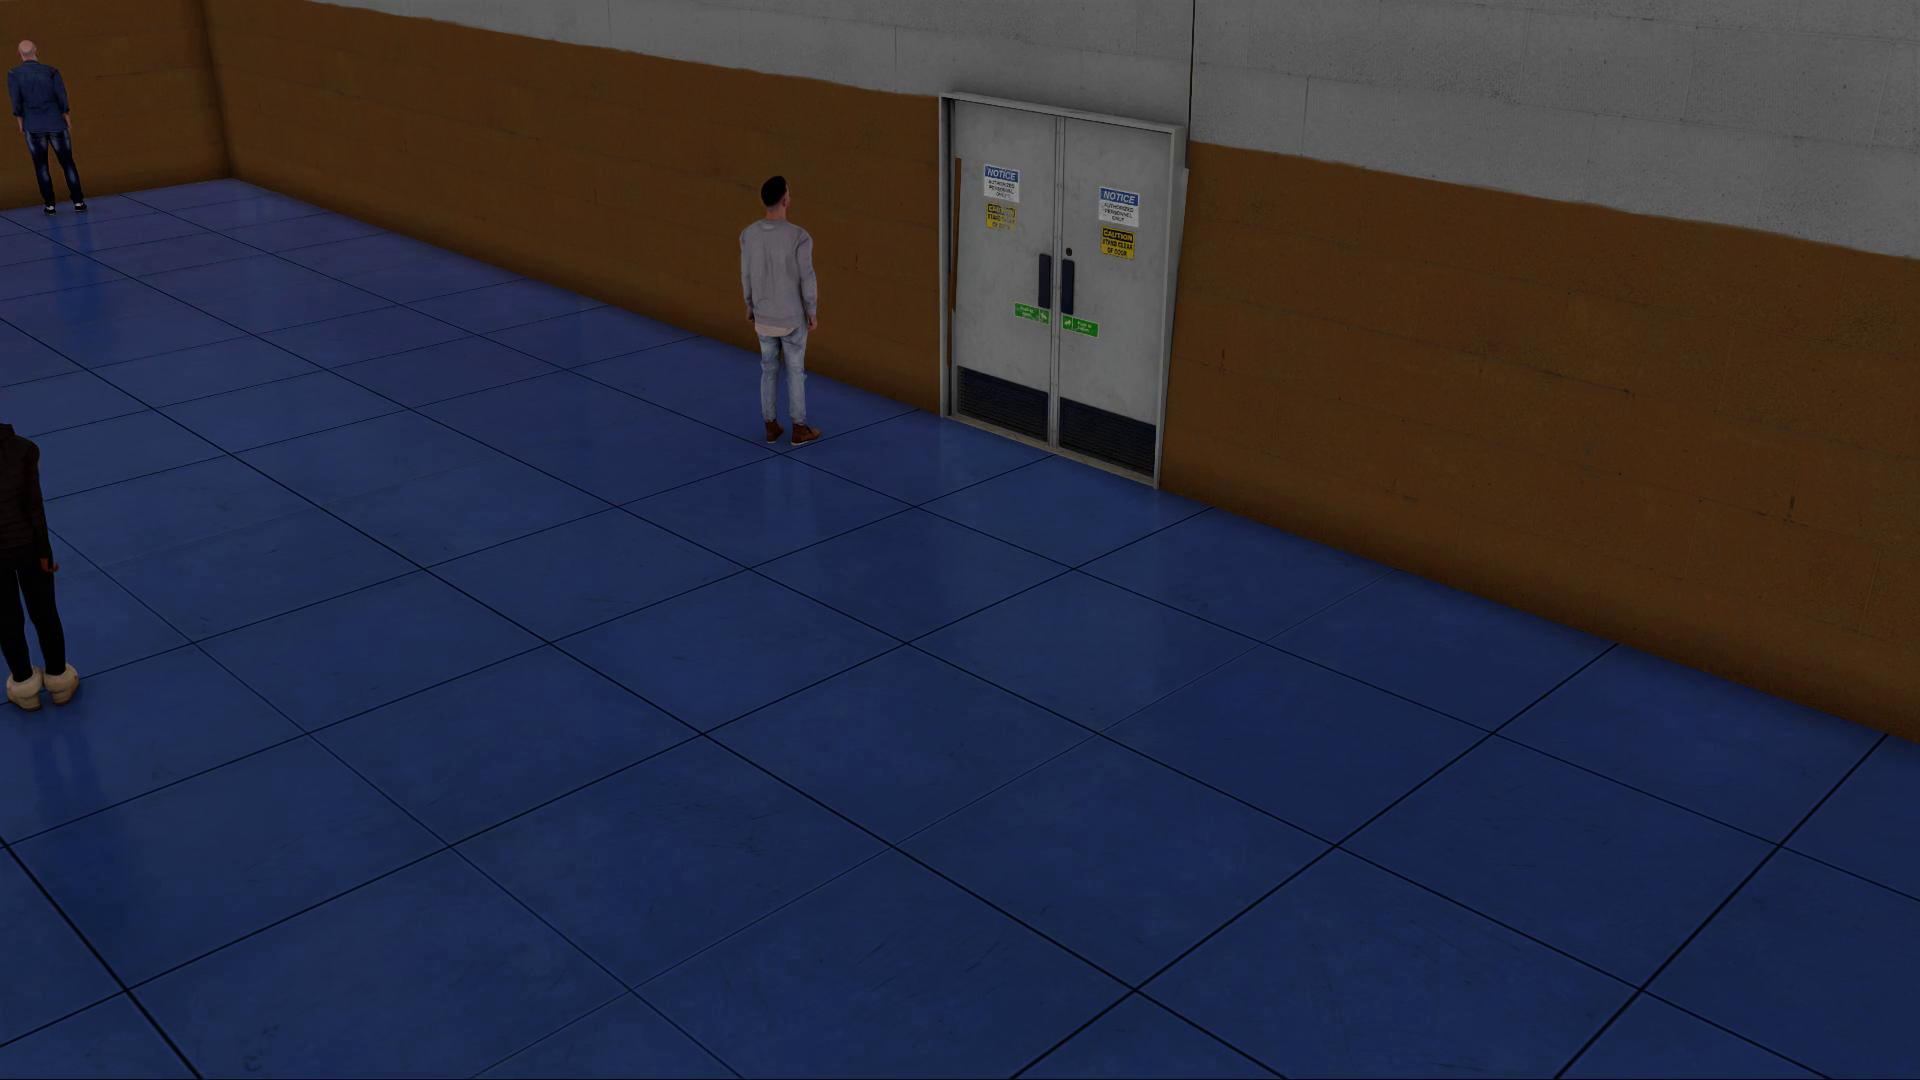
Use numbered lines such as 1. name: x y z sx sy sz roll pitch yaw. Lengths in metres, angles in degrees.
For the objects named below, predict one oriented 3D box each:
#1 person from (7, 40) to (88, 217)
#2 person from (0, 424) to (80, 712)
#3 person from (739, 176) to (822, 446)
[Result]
1. person: -9.823 -4.426 17.867 0.643 1.825 0.835 -12 26 -25
2. person: -4.474 0.051 7.839 0.667 1.660 0.598 9 25 19
3. person: -1.217 -1.550 11.276 0.759 1.839 0.724 8 25 17
